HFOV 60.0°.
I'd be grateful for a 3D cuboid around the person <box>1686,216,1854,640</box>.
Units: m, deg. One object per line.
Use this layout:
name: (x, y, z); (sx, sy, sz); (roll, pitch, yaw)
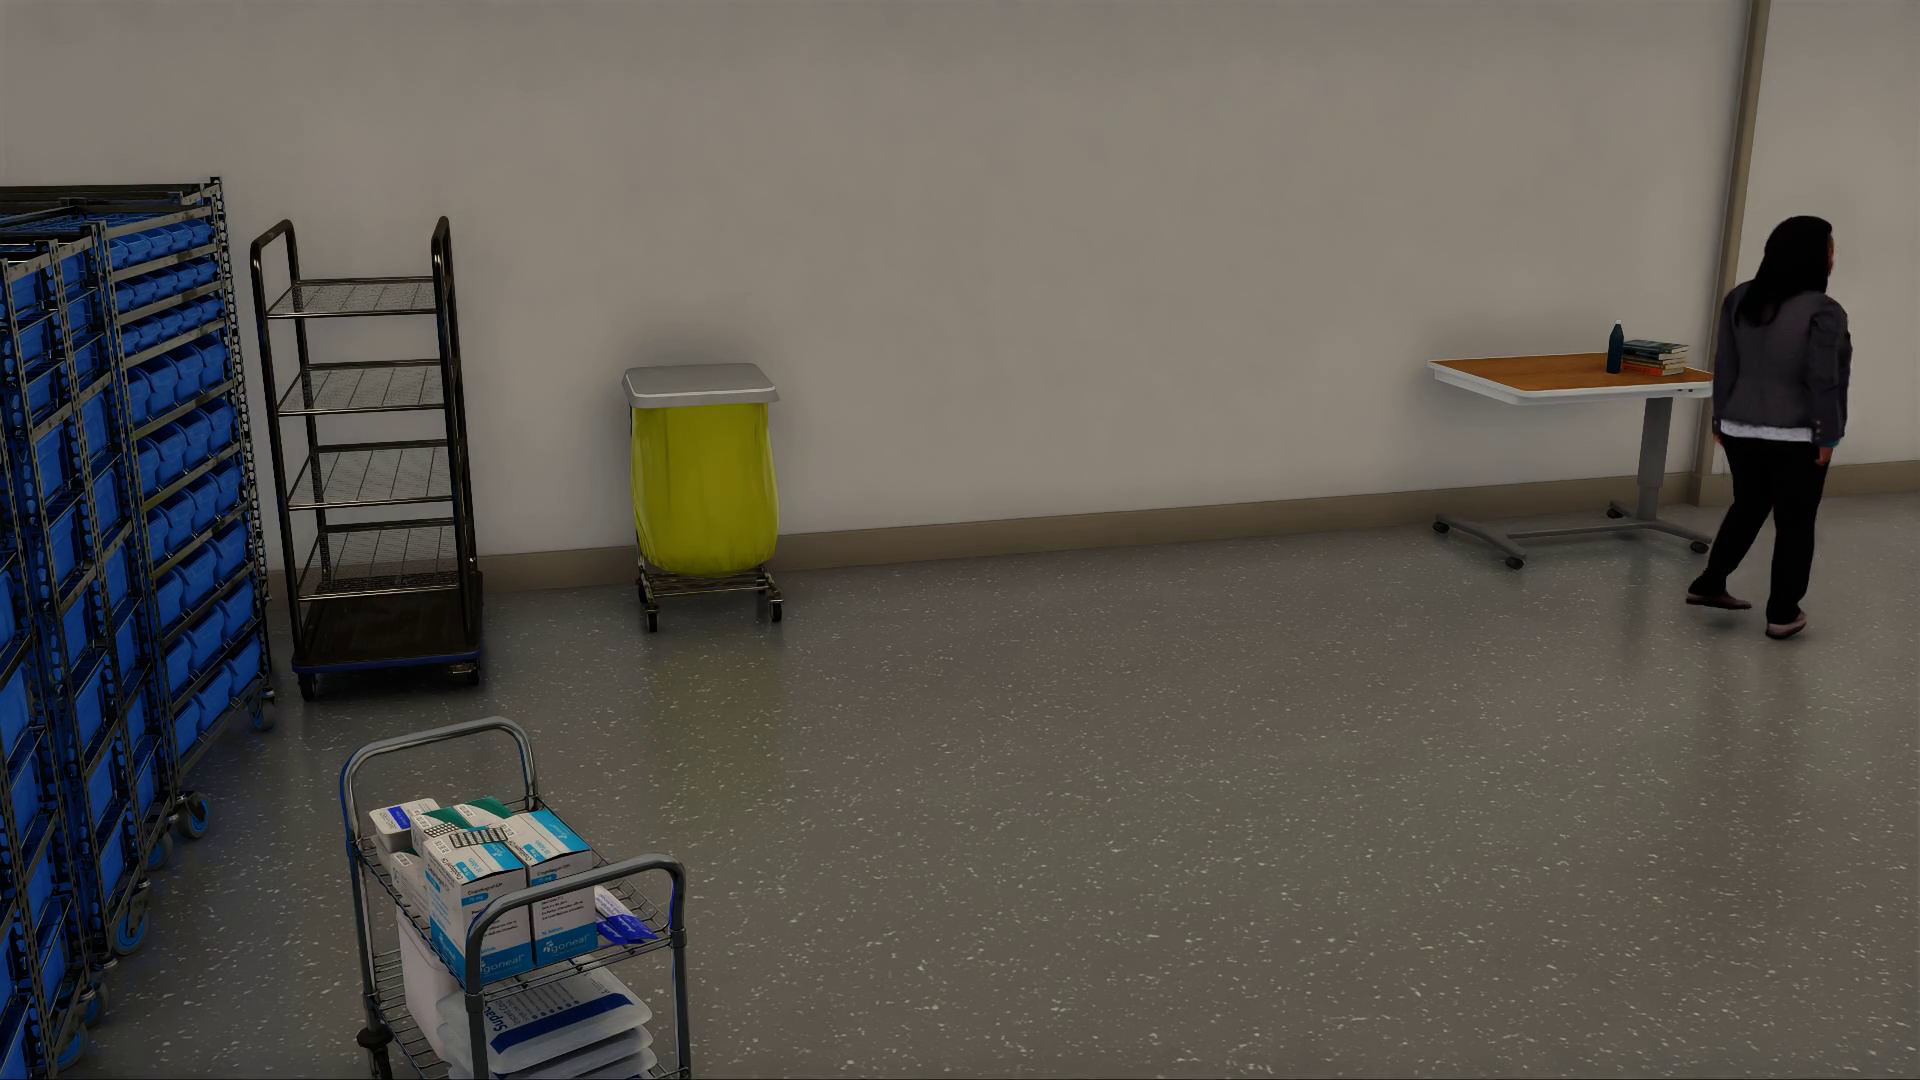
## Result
person: (3.108, -0.419, 6.328); (0.711, 1.589, 0.721); (-9, 18, -30)
